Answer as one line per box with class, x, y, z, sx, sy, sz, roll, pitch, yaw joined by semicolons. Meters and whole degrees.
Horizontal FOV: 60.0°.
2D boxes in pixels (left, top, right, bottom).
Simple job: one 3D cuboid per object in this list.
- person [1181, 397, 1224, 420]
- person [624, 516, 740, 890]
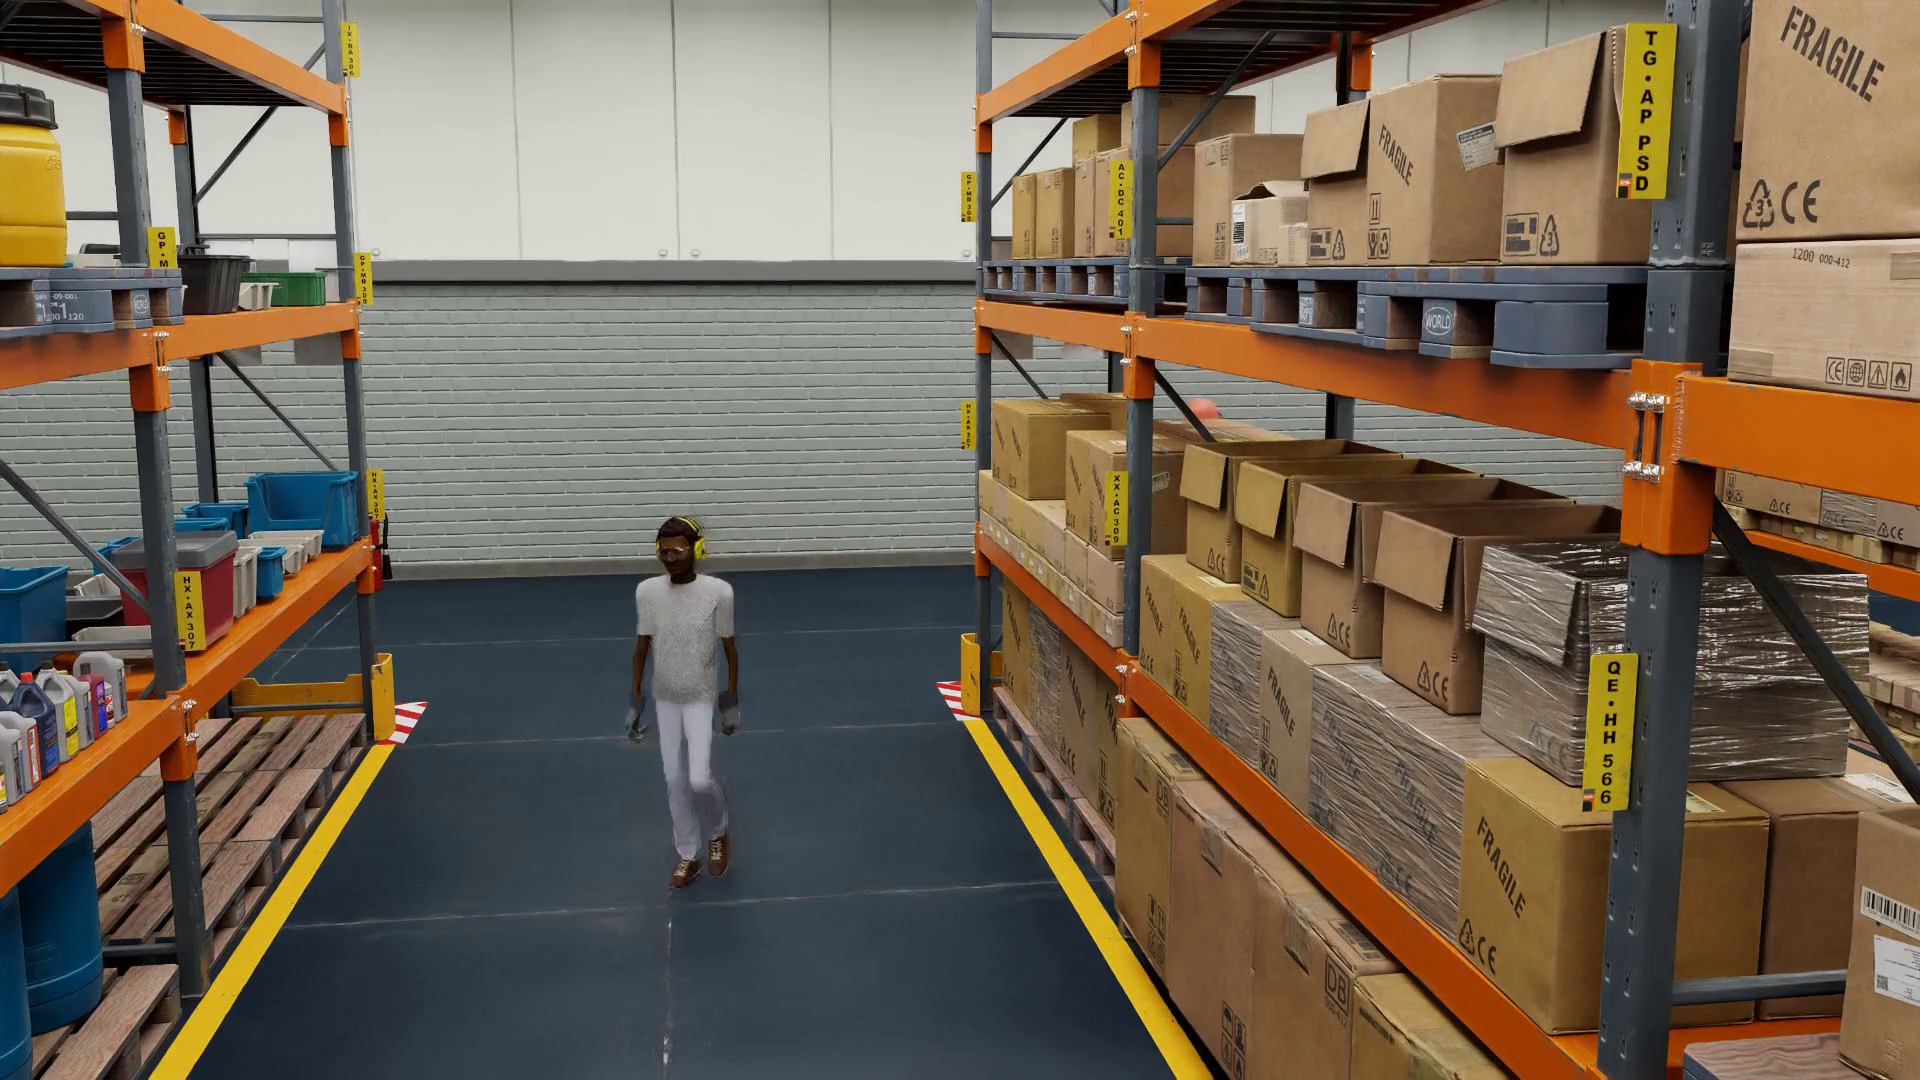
person;1.890;-0.101;13.103;0.367;2.046;0.608;-3;10;-17
person;-1.369;0.799;8.152;0.517;1.851;0.376;2;9;13
